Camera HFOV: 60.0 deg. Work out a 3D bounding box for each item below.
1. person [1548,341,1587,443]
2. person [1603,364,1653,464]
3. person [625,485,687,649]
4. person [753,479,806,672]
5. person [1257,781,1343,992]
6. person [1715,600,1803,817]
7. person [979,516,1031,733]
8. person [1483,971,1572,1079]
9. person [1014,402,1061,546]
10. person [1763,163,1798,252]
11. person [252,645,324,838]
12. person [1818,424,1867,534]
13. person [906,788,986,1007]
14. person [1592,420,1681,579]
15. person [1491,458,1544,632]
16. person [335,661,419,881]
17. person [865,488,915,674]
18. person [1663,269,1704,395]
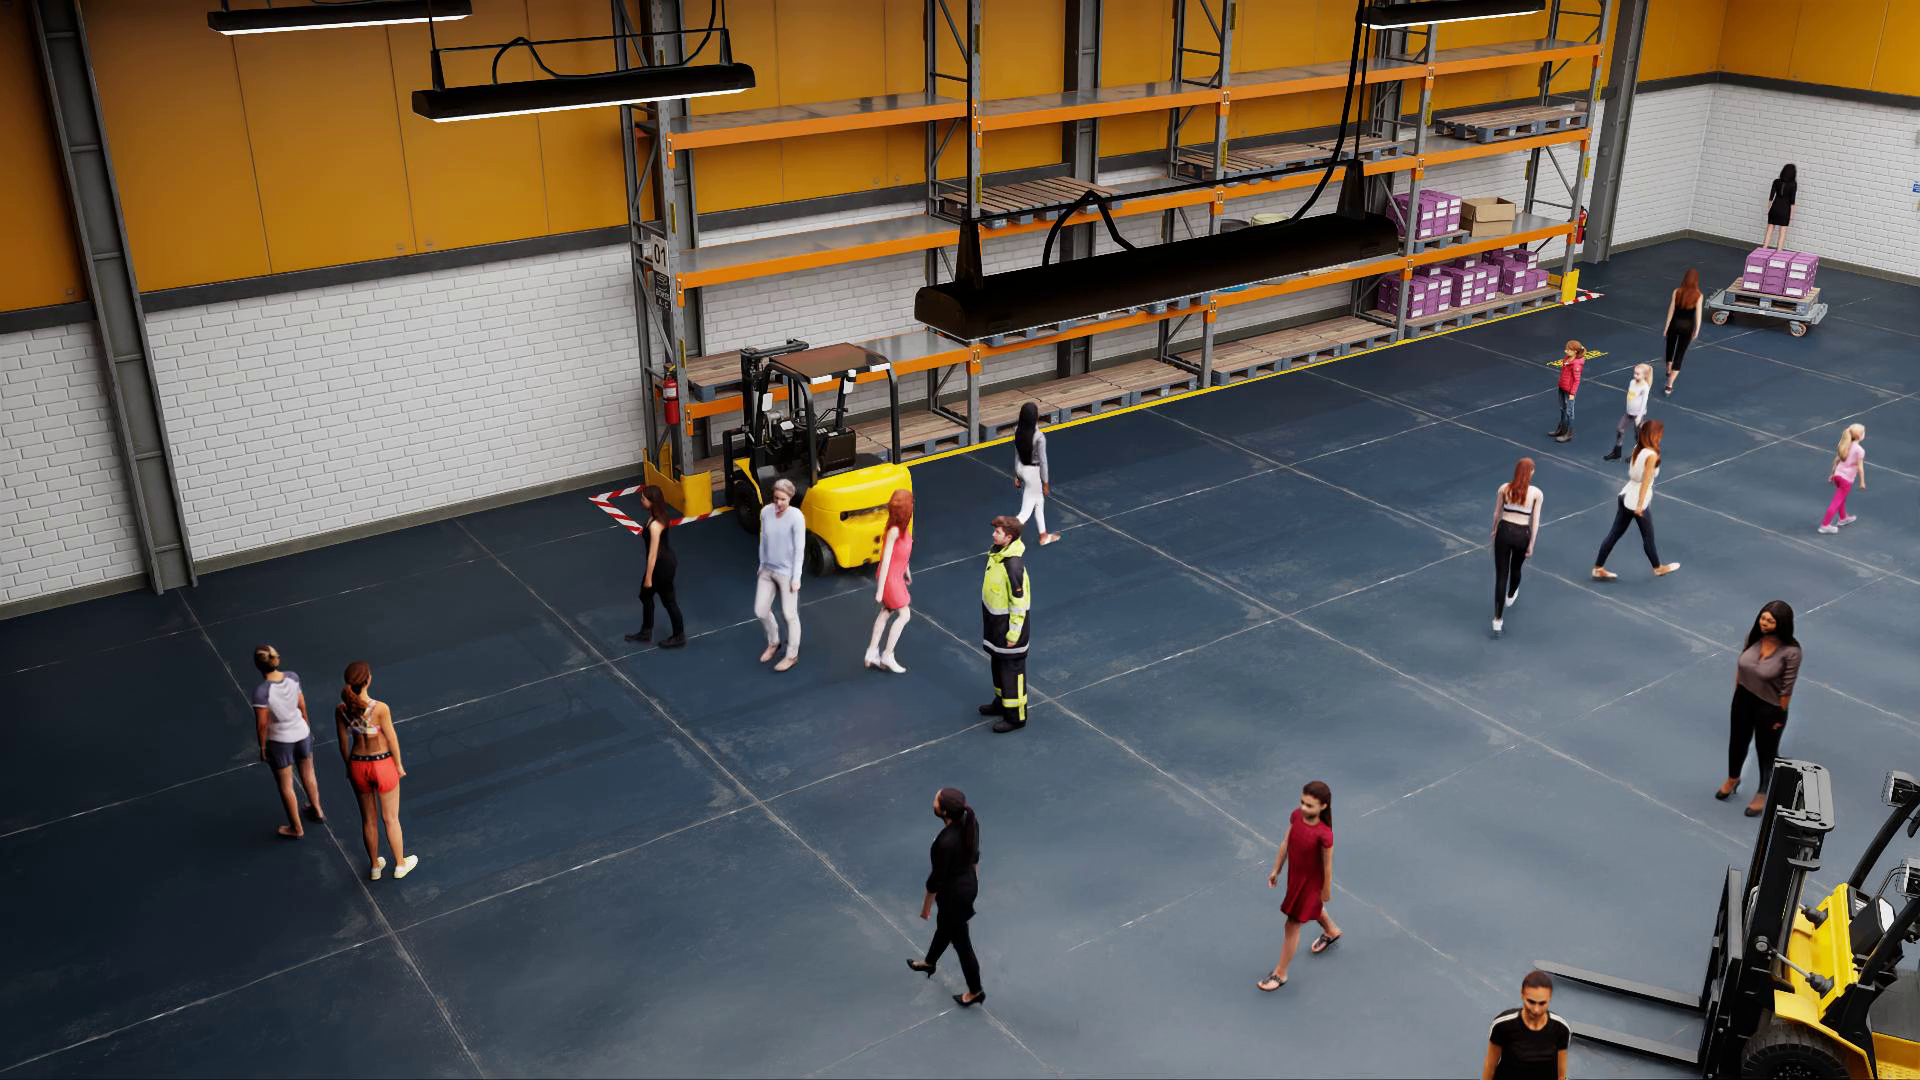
[{"bbox_3d":[7.753,-1.907,21.171,0.603,1.317,0.587,-3,24,-7],"label":"person"},{"bbox_3d":[8.360,-1.557,20.438,0.754,1.263,0.621,-7,25,-16],"label":"person"},{"bbox_3d":[-2.752,0.270,15.744,0.928,1.675,0.807,-3,24,-7],"label":"person"},{"bbox_3d":[-1.607,0.292,15.439,0.799,1.878,0.802,16,28,33],"label":"person"},{"bbox_3d":[2.414,2.279,11.343,1.080,1.519,0.586,-13,27,-28],"label":"person"},{"bbox_3d":[6.349,1.311,13.160,0.605,1.838,0.643,-14,27,-28],"label":"person"},{"bbox_3d":[0.409,0.699,14.378,0.771,1.983,0.844,-7,25,-16],"label":"person"},{"bbox_3d":[3.137,3.084,9.313,0.675,1.669,0.746,3,24,6],"label":"person"},{"bbox_3d":[0.696,-0.618,17.759,1.146,1.688,0.587,-15,28,-31],"label":"person"},{"bbox_3d":[14.454,-5.746,29.346,0.511,1.803,0.624,-20,30,-38],"label":"person"},{"bbox_3d":[-5.198,1.549,12.884,0.787,1.622,0.652,11,26,23],"label":"person"},{"bbox_3d":[9.745,-0.671,18.421,0.847,1.254,0.676,-4,24,-10],"label":"person"},{"bbox_3d":[0.048,2.390,10.941,0.925,1.638,0.949,11,26,24],"label":"person"},{"bbox_3d":[6.859,-0.376,17.139,1.181,1.741,0.968,-2,24,-4],"label":"person"},{"bbox_3d":[5.353,0.067,16.188,1.022,1.692,1.248,10,26,22],"label":"person"},{"bbox_3d":[-4.346,1.709,12.307,0.660,1.791,0.744,0,24,0],"label":"person"},{"bbox_3d":[-0.703,0.407,15.289,0.858,1.789,0.795,4,24,10],"label":"person"},{"bbox_3d":[9.883,-2.837,22.841,0.878,1.683,1.202,14,27,29],"label":"person"}]
